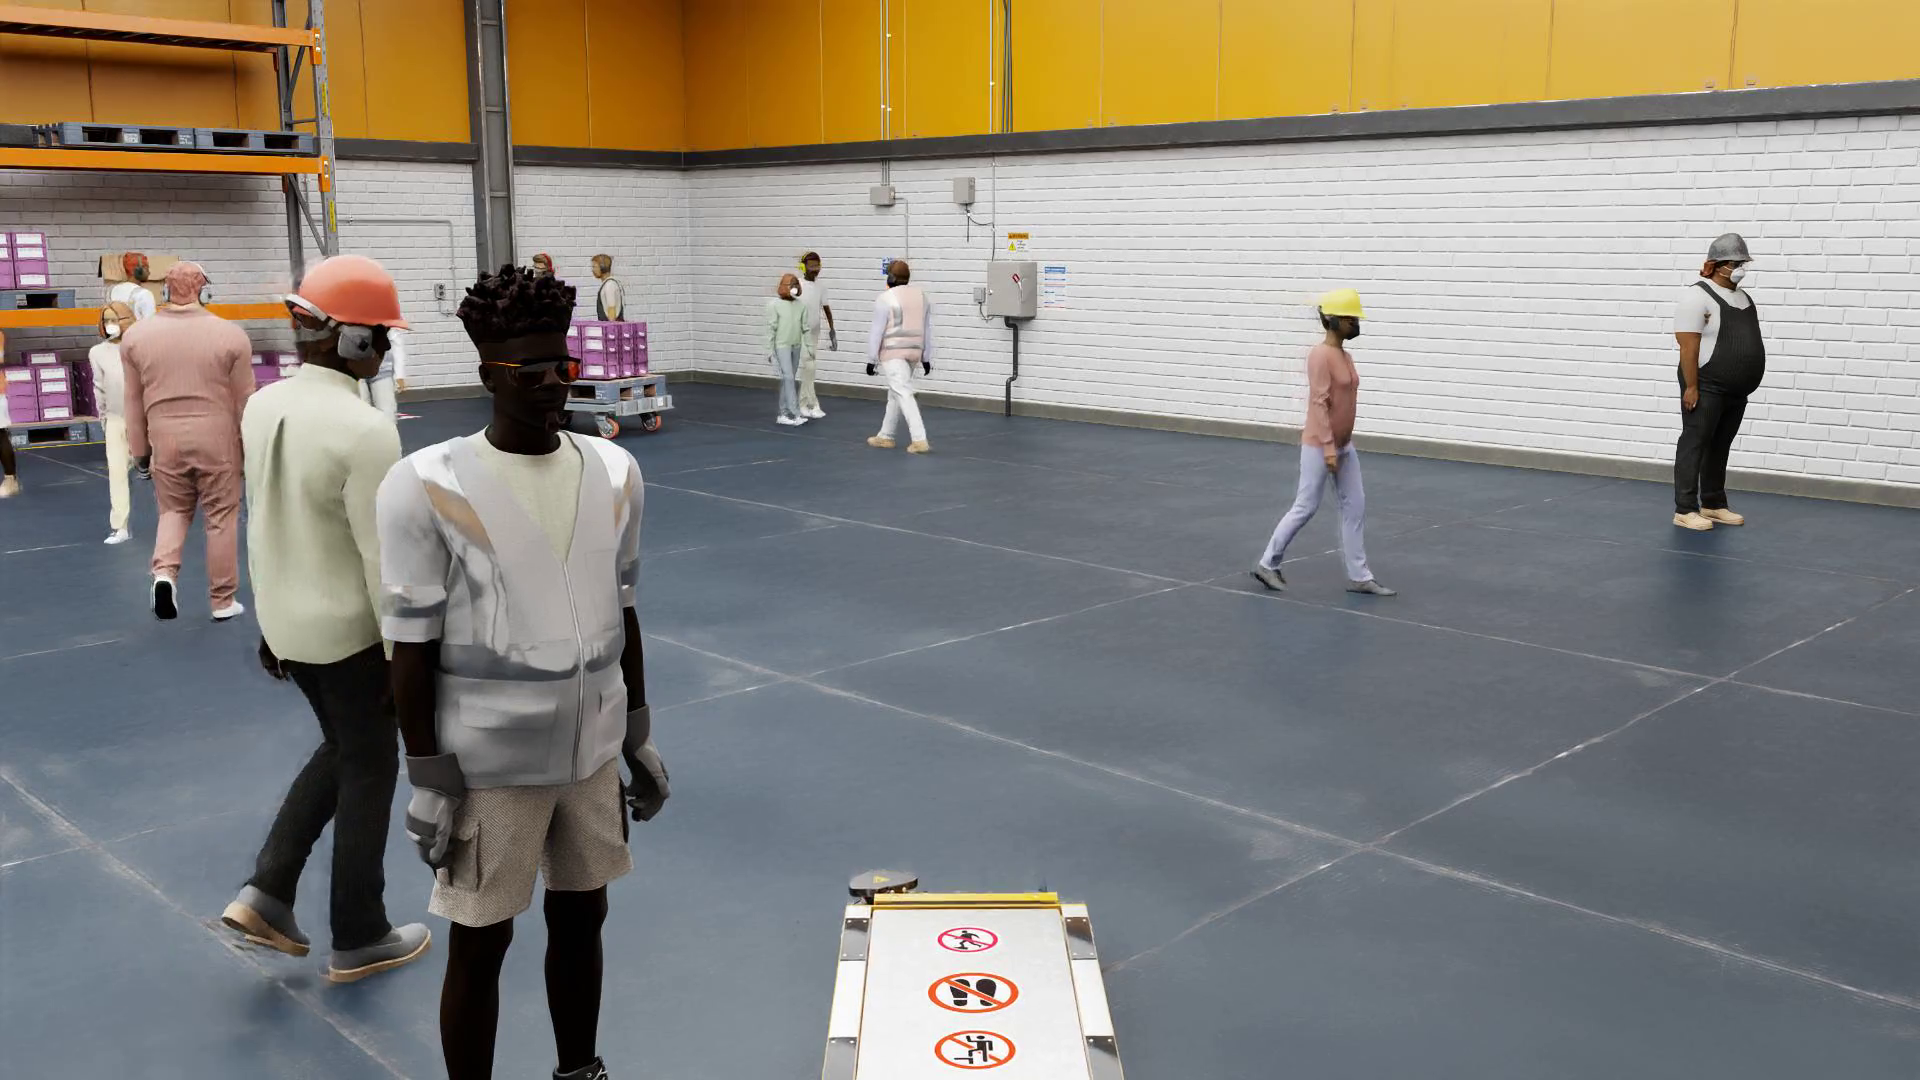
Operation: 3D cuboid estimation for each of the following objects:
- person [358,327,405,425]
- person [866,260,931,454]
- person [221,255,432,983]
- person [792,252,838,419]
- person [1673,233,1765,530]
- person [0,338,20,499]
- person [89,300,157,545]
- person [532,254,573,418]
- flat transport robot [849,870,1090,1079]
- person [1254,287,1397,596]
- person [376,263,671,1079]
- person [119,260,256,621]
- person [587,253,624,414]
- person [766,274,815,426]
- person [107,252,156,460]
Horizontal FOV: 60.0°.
[{"bbox_3d":[-4.883,-1.385,13.707,0.604,1.817,0.645,-2,11,-12],"label":"person"},{"bbox_3d":[-0.566,-1.715,15.581,0.950,1.798,0.641,10,14,44],"label":"person"},{"bbox_3d":[-1.658,0.236,4.438,0.633,1.971,0.479,8,13,36],"label":"person"},{"bbox_3d":[-1.619,-2.249,18.351,0.577,1.834,0.778,-8,13,-39],"label":"person"},{"bbox_3d":[5.281,-1.096,11.518,0.681,2.000,0.538,-7,12,-33],"label":"person"},{"bbox_3d":[-7.504,-1.093,12.520,0.557,1.652,0.836,3,11,14],"label":"person"},{"bbox_3d":[-5.560,-0.817,11.212,0.506,1.599,0.821,-1,10,-6],"label":"person"},{"bbox_3d":[-4.596,-2.218,18.250,0.719,1.814,0.671,-4,11,-20],"label":"person"},{"bbox_3d":[0.022,1.157,4.066,0.652,0.197,1.431,0,10,-1],"label":"flat transport robot"},{"bbox_3d":[2.067,-0.541,9.360,0.665,1.765,0.533,8,13,36],"label":"person"},{"bbox_3d":[-0.874,0.424,3.431,0.367,1.966,0.604,9,14,42],"label":"person"},{"bbox_3d":[-3.966,-0.488,8.611,0.645,1.897,0.527,-1,10,-7],"label":"person"},{"bbox_3d":[-3.864,-2.319,18.810,0.696,1.819,0.545,-2,11,-12],"label":"person"},{"bbox_3d":[-1.739,-2.004,17.634,0.523,1.600,0.752,-10,14,-44],"label":"person"},{"bbox_3d":[-7.369,-1.676,15.159,0.619,1.861,0.754,7,13,35],"label":"person"}]
